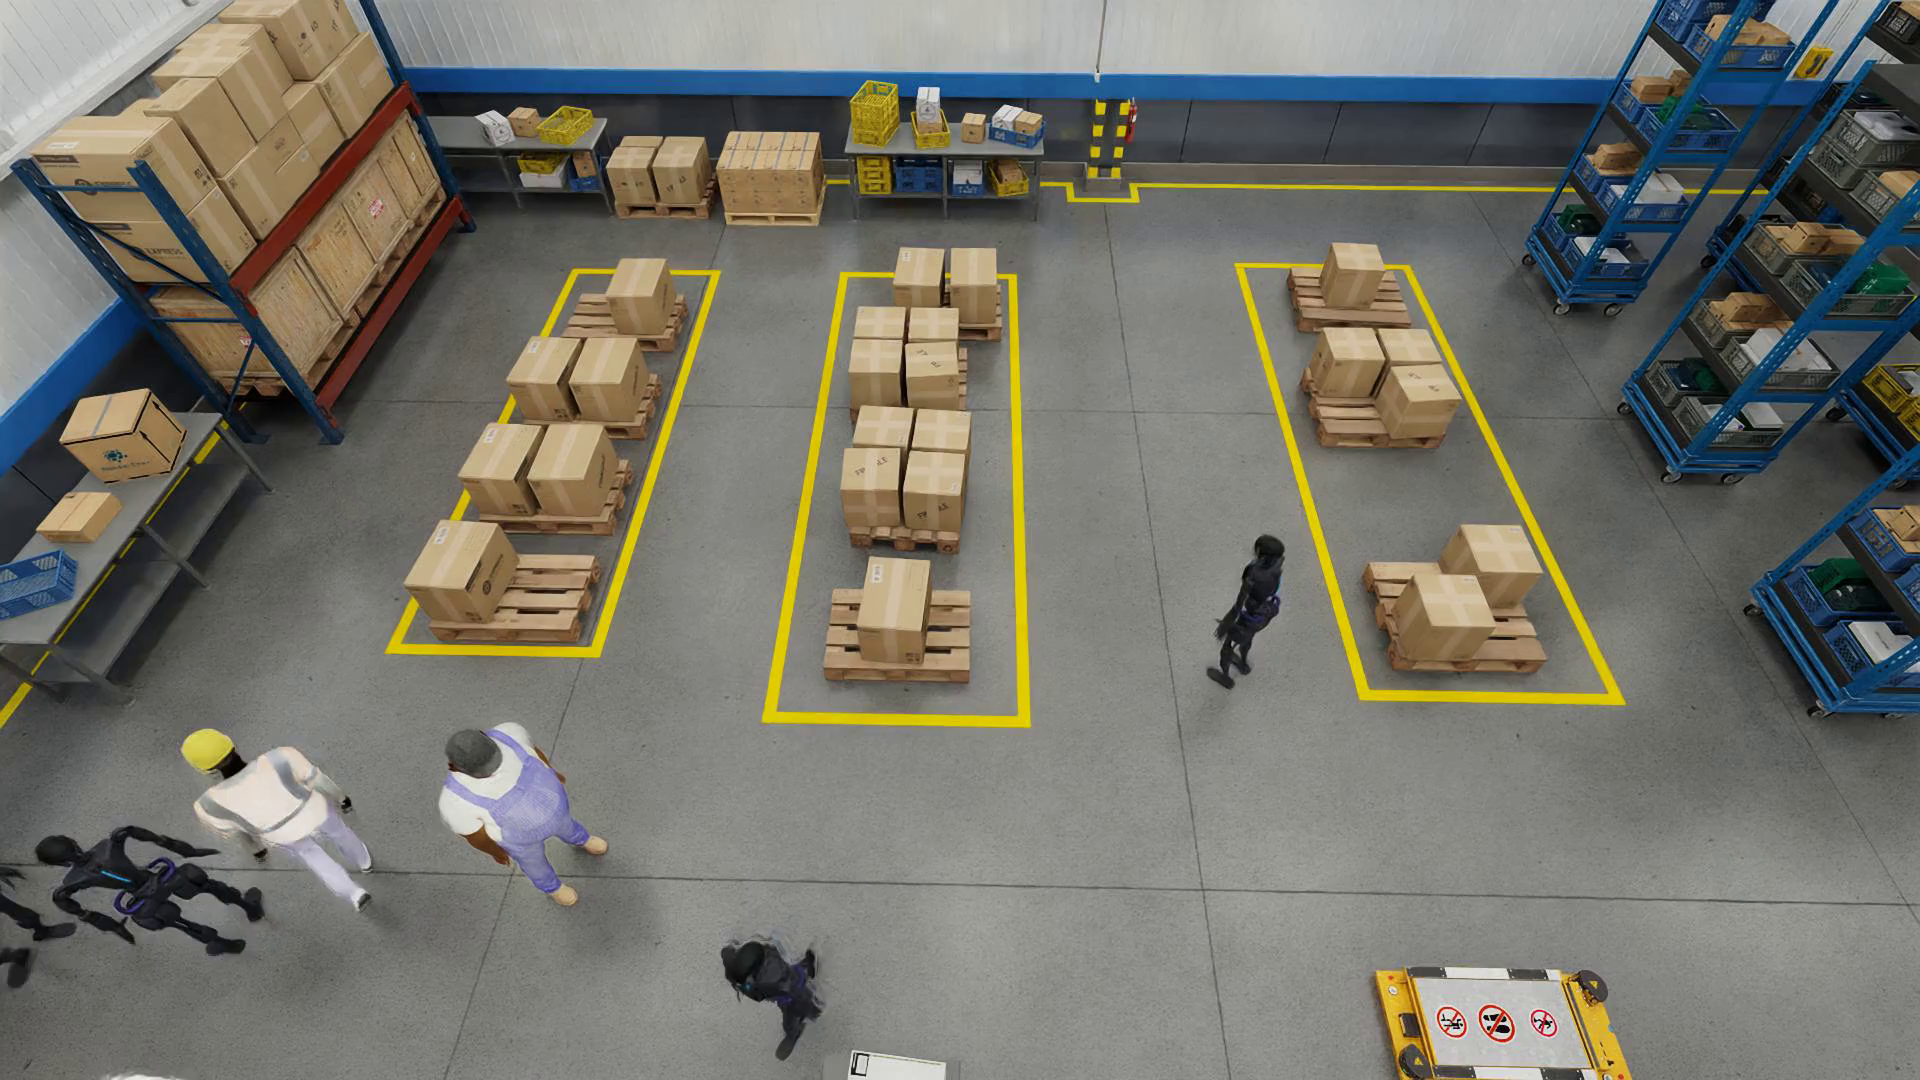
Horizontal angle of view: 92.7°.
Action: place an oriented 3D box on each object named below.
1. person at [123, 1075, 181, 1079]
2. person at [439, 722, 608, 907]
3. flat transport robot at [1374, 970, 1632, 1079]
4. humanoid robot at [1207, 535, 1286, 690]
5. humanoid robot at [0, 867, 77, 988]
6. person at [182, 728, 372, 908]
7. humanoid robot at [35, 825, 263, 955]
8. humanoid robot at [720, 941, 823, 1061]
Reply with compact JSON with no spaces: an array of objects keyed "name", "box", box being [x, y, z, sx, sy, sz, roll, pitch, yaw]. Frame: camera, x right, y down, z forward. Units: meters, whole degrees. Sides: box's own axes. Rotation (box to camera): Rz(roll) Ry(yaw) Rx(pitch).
[{"name":"person","box":[-4.258,3.230,4.916,0.950,1.709,0.537,5,51,4]},{"name":"person","box":[-2.777,1.754,5.914,0.536,2.000,0.687,16,53,13]},{"name":"flat transport robot","box":[3.501,3.133,5.914,1.431,0.197,0.652,1,51,1]},{"name":"humanoid robot","box":[2.272,0.552,7.122,0.621,1.636,0.368,-33,58,-24]},{"name":"humanoid robot","box":[-6.264,2.308,5.698,0.368,1.646,0.634,5,51,4]},{"name":"person","box":[-4.294,1.835,5.936,0.625,1.897,0.615,34,59,25]},{"name":"humanoid robot","box":[-5.044,2.203,5.788,0.322,1.651,0.642,22,54,17]},{"name":"humanoid robot","box":[-1.064,2.605,5.465,0.576,1.640,0.568,24,55,18]}]
